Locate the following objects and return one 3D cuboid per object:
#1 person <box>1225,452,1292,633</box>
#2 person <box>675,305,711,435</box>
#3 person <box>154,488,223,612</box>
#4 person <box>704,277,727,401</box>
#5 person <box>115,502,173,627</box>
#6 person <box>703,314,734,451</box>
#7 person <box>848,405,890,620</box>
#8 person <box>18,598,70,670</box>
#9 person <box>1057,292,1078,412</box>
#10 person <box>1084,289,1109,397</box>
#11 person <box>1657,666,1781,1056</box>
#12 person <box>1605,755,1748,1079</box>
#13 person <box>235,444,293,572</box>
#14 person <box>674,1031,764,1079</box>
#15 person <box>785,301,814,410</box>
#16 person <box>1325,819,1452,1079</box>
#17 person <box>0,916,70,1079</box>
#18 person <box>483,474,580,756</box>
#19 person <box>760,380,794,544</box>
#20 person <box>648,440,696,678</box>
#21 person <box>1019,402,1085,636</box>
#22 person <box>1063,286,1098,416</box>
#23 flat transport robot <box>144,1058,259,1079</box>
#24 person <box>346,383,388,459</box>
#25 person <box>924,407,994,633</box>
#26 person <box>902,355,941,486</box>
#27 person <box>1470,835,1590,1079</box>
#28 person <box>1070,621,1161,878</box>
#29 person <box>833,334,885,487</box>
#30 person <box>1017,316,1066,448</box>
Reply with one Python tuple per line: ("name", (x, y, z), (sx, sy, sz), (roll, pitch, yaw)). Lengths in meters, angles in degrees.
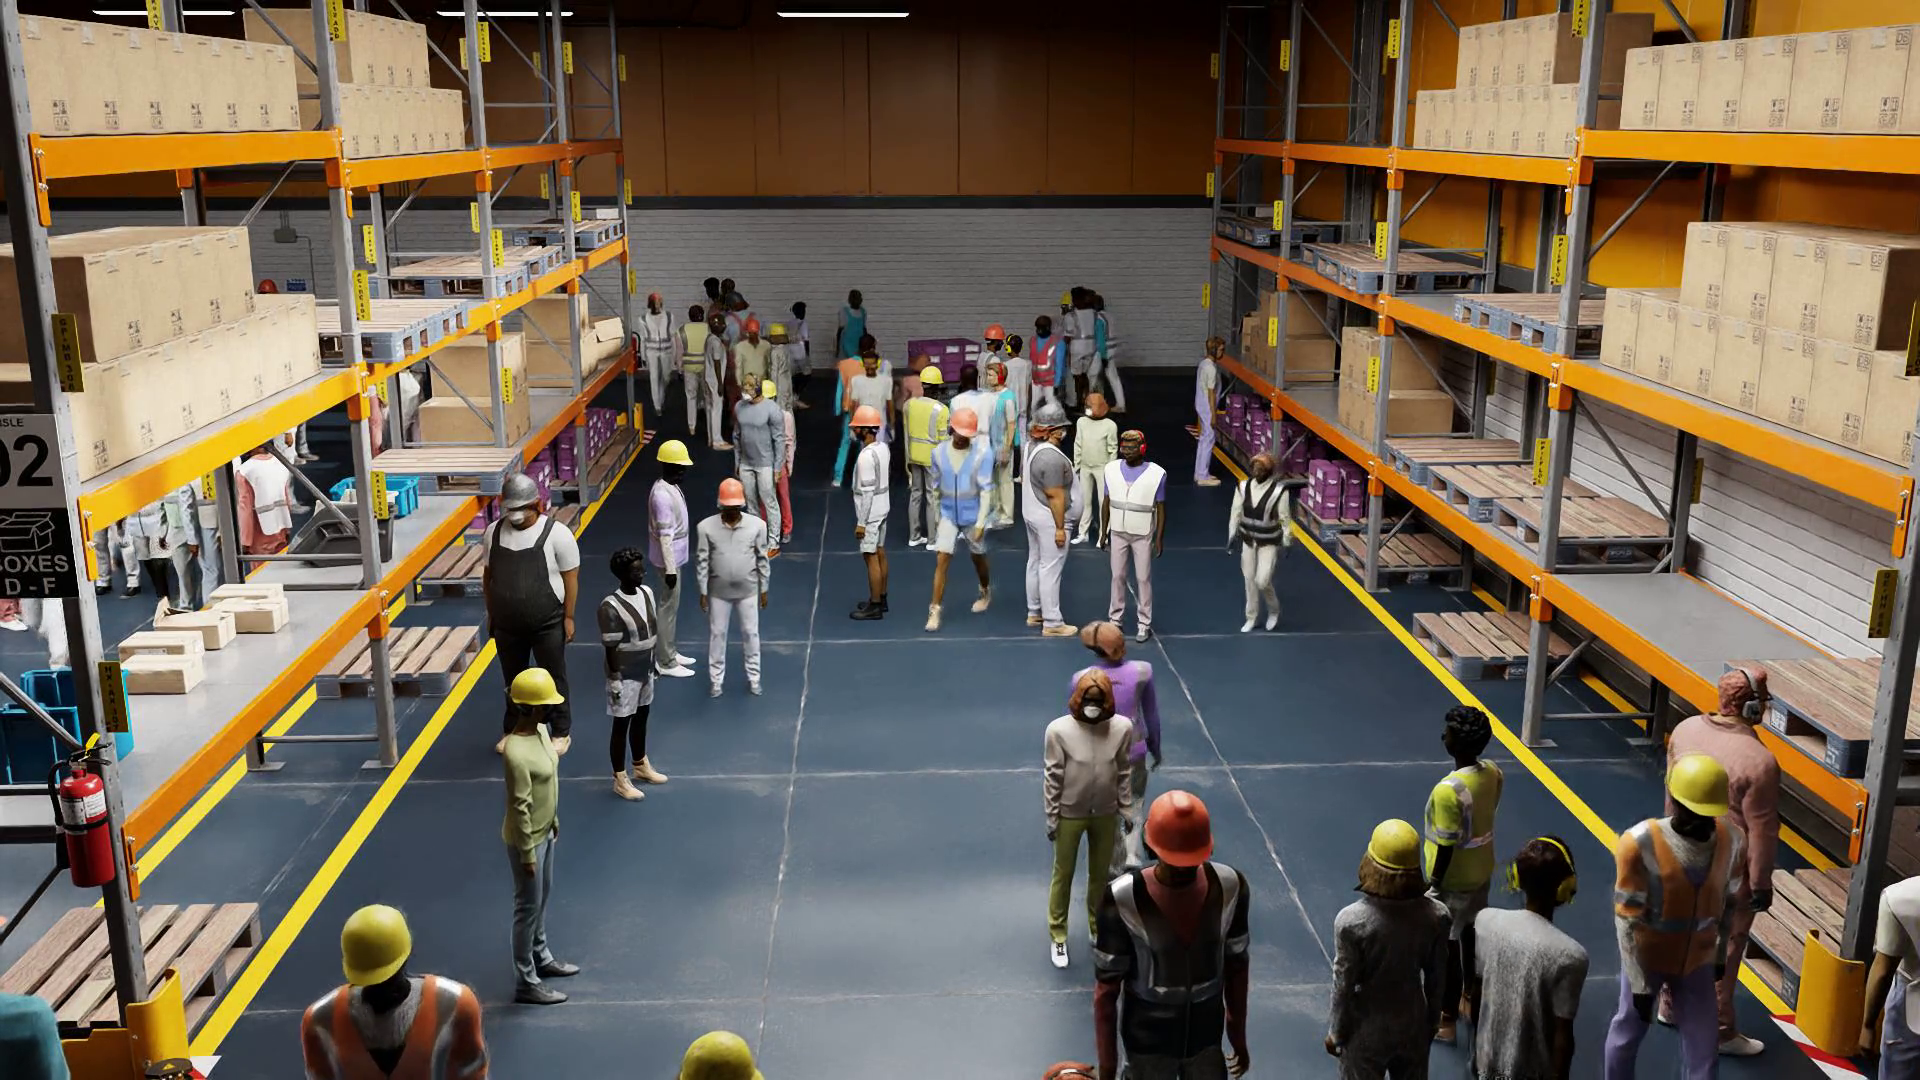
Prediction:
("person", (2.592, 0.032, 14.424), (0.533, 1.625, 0.371), (12, 19, 40))
("person", (-3.711, -2.408, 23.581), (0.624, 1.839, 0.430), (-2, 14, -7))
("person", (-6.617, -0.096, 14.340), (0.595, 1.917, 0.373), (1, 14, 3))
("person", (-3.858, -3.184, 26.381), (0.377, 1.959, 0.603), (1, 14, 3))
("person", (-7.208, -0.065, 14.710), (0.544, 1.658, 0.706), (0, 14, 1))
("person", (-3.287, -2.136, 22.492), (0.350, 1.846, 0.506), (-5, 15, -18))
("person", (-0.815, -0.244, 14.882), (0.357, 1.938, 0.543), (3, 15, 13))
("person", (-7.252, 0.248, 13.120), (0.630, 1.859, 0.699), (-3, 15, -12))
("person", (1.674, -2.867, 25.404), (0.403, 1.825, 0.592), (-1, 14, -5))
("person", (2.048, -2.976, 25.830), (0.574, 1.830, 0.410), (8, 16, 29))
("person", (3.676, 1.524, 8.003), (0.402, 1.911, 0.639), (-4, 15, -16))
("person", (3.037, 1.794, 6.984), (0.612, 1.880, 0.909), (-1, 14, -5))
("person", (-5.942, -0.067, 14.260), (0.408, 1.907, 0.598), (3, 15, 12))
("person", (-0.743, 2.324, 5.207), (0.322, 1.737, 0.484), (5, 15, 18))
("person", (-2.465, -2.812, 25.480), (0.420, 1.668, 0.594), (-11, 18, -38))
("person", (1.698, 1.943, 6.684), (0.488, 1.744, 0.296), (-3, 15, -11))
("person", (-3.265, 2.100, 5.574), (0.613, 1.991, 0.392), (-3, 15, -11))
("person", (-3.032, 0.528, 11.646), (0.688, 2.000, 0.537), (2, 14, 9))
("person", (-2.003, -0.816, 17.492), (0.526, 1.758, 0.352), (2, 14, 8))
("person", (-2.310, 0.140, 13.398), (0.375, 1.922, 0.594), (-2, 14, -6))
("person", (0.814, -0.194, 14.482), (0.537, 2.000, 0.678), (-5, 15, -19))
("person", (1.822, -2.852, 25.103), (0.649, 1.942, 0.468), (-8, 16, -28))
("flat transport robot", (-3.401, 2.633, 6.912), (0.652, 0.197, 1.431), (1, 14, 5))
("person", (-7.566, -1.873, 21.188), (0.620, 1.985, 0.408), (4, 15, 16))
("person", (0.031, -0.227, 14.760), (0.601, 1.988, 1.027), (5, 15, 18))
("person", (-0.476, -1.481, 20.427), (0.514, 1.586, 0.846), (3, 15, 13))
("person", (2.109, 2.007, 6.250), (0.573, 1.837, 0.529), (-12, 18, -38))
("person", (0.911, 1.246, 9.690), (0.548, 1.607, 0.439), (-2, 14, -9))
("person", (-1.216, -1.552, 20.146), (0.627, 1.880, 0.502), (5, 15, 19))
("person", (1.093, -2.102, 22.429), (0.629, 1.819, 0.724), (11, 18, 36))
